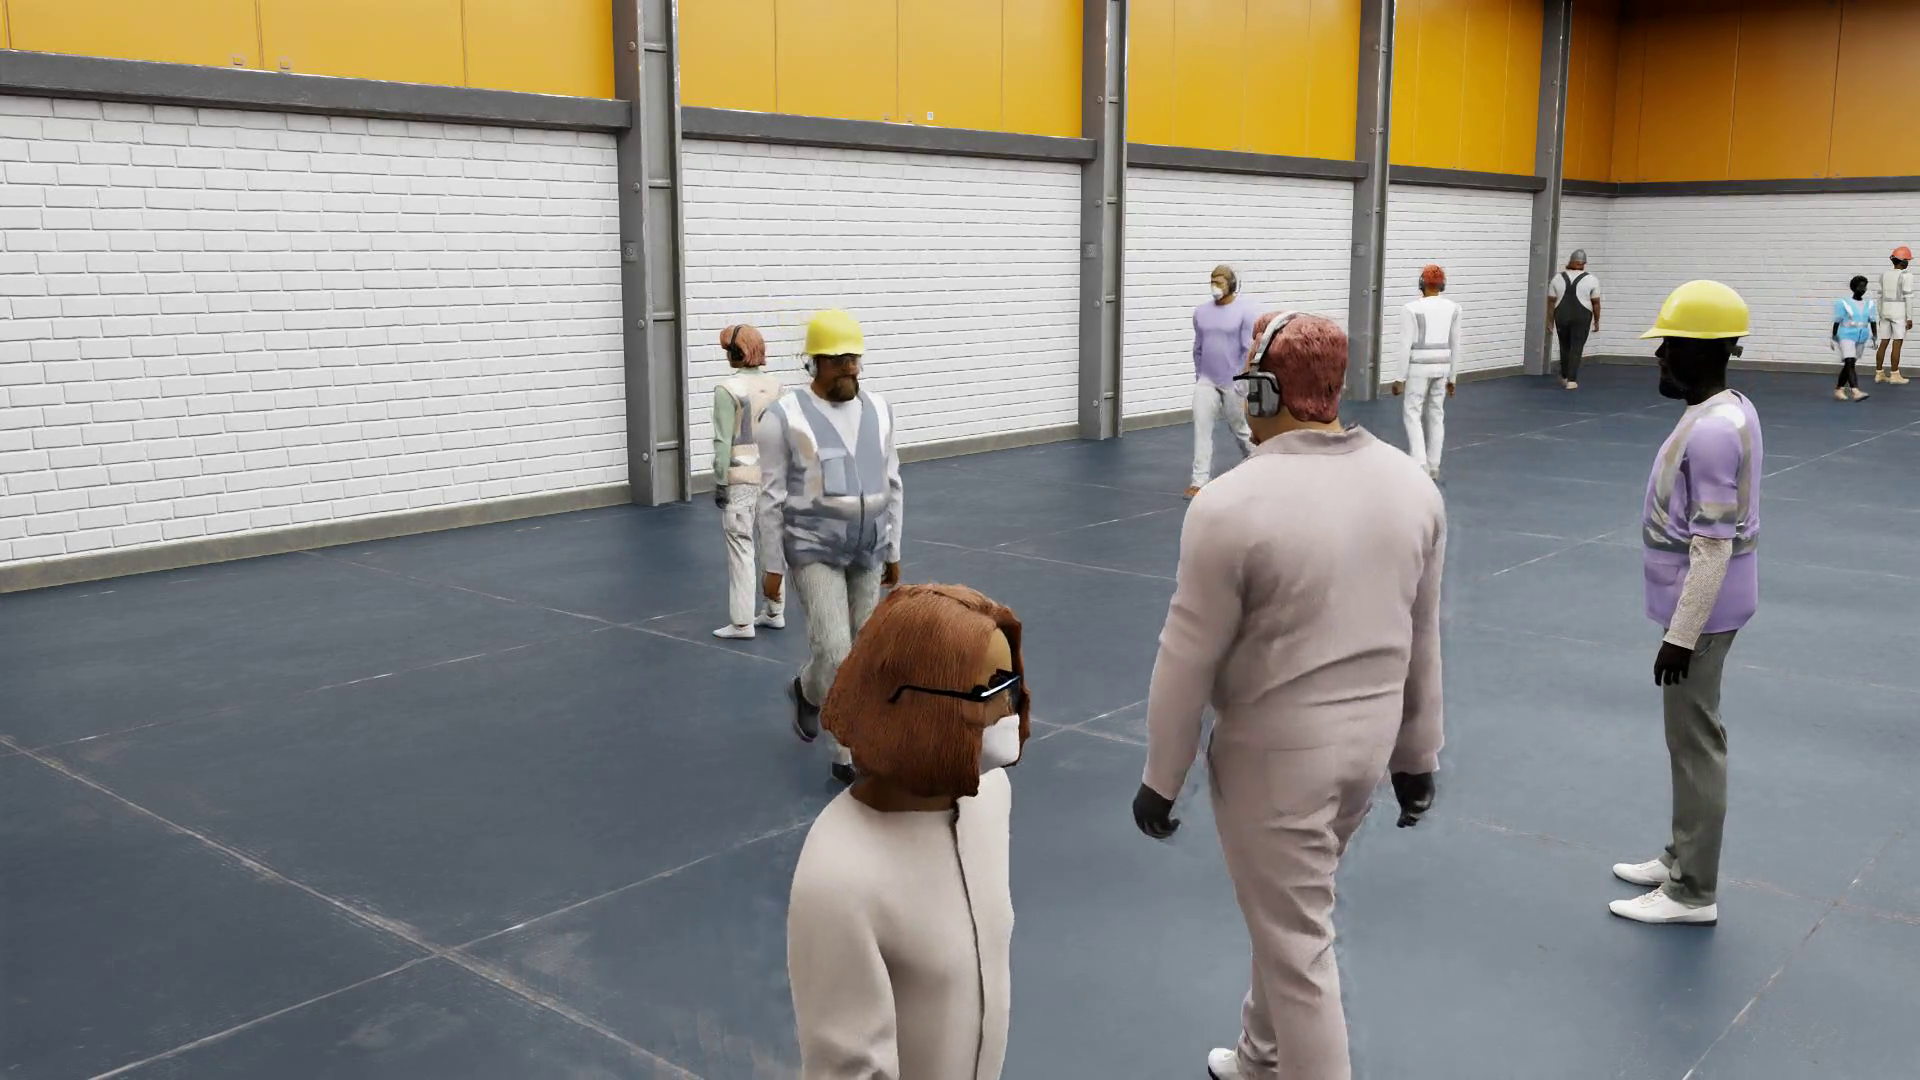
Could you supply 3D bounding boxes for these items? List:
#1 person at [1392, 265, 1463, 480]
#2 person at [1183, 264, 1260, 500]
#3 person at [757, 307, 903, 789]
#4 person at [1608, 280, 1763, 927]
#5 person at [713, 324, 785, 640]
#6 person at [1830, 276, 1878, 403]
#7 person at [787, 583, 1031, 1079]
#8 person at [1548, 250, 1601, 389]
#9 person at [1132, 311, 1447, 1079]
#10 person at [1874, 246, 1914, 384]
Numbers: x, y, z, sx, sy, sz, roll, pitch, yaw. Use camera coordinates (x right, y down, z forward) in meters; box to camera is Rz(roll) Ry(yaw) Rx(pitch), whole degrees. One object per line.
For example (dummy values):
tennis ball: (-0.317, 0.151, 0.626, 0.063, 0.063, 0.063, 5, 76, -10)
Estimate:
person: (4.079, -1.420, 14.383, 0.632, 1.880, 0.546, -3, 10, -15)
person: (2.188, -1.296, 13.574, 0.642, 1.903, 0.990, 8, 13, 39)
person: (-0.510, 0.012, 6.386, 0.600, 1.809, 0.788, -7, 12, -34)
person: (2.181, 0.196, 4.982, 0.371, 1.929, 0.584, 5, 11, 25)
person: (-1.098, -0.302, 8.665, 0.310, 1.633, 0.516, 6, 12, 31)
person: (11.768, -2.628, 21.826, 0.553, 1.643, 0.859, -1, 10, -5)
person: (0.029, 0.852, 2.161, 0.802, 1.595, 0.528, 6, 11, 29)
person: (8.990, -3.244, 24.252, 0.695, 2.000, 1.000, 7, 12, 35)
person: (0.651, 0.452, 3.626, 0.663, 1.879, 0.782, -6, 12, -32)
person: (13.979, -3.349, 24.845, 0.371, 2.044, 0.608, -3, 10, -18)
